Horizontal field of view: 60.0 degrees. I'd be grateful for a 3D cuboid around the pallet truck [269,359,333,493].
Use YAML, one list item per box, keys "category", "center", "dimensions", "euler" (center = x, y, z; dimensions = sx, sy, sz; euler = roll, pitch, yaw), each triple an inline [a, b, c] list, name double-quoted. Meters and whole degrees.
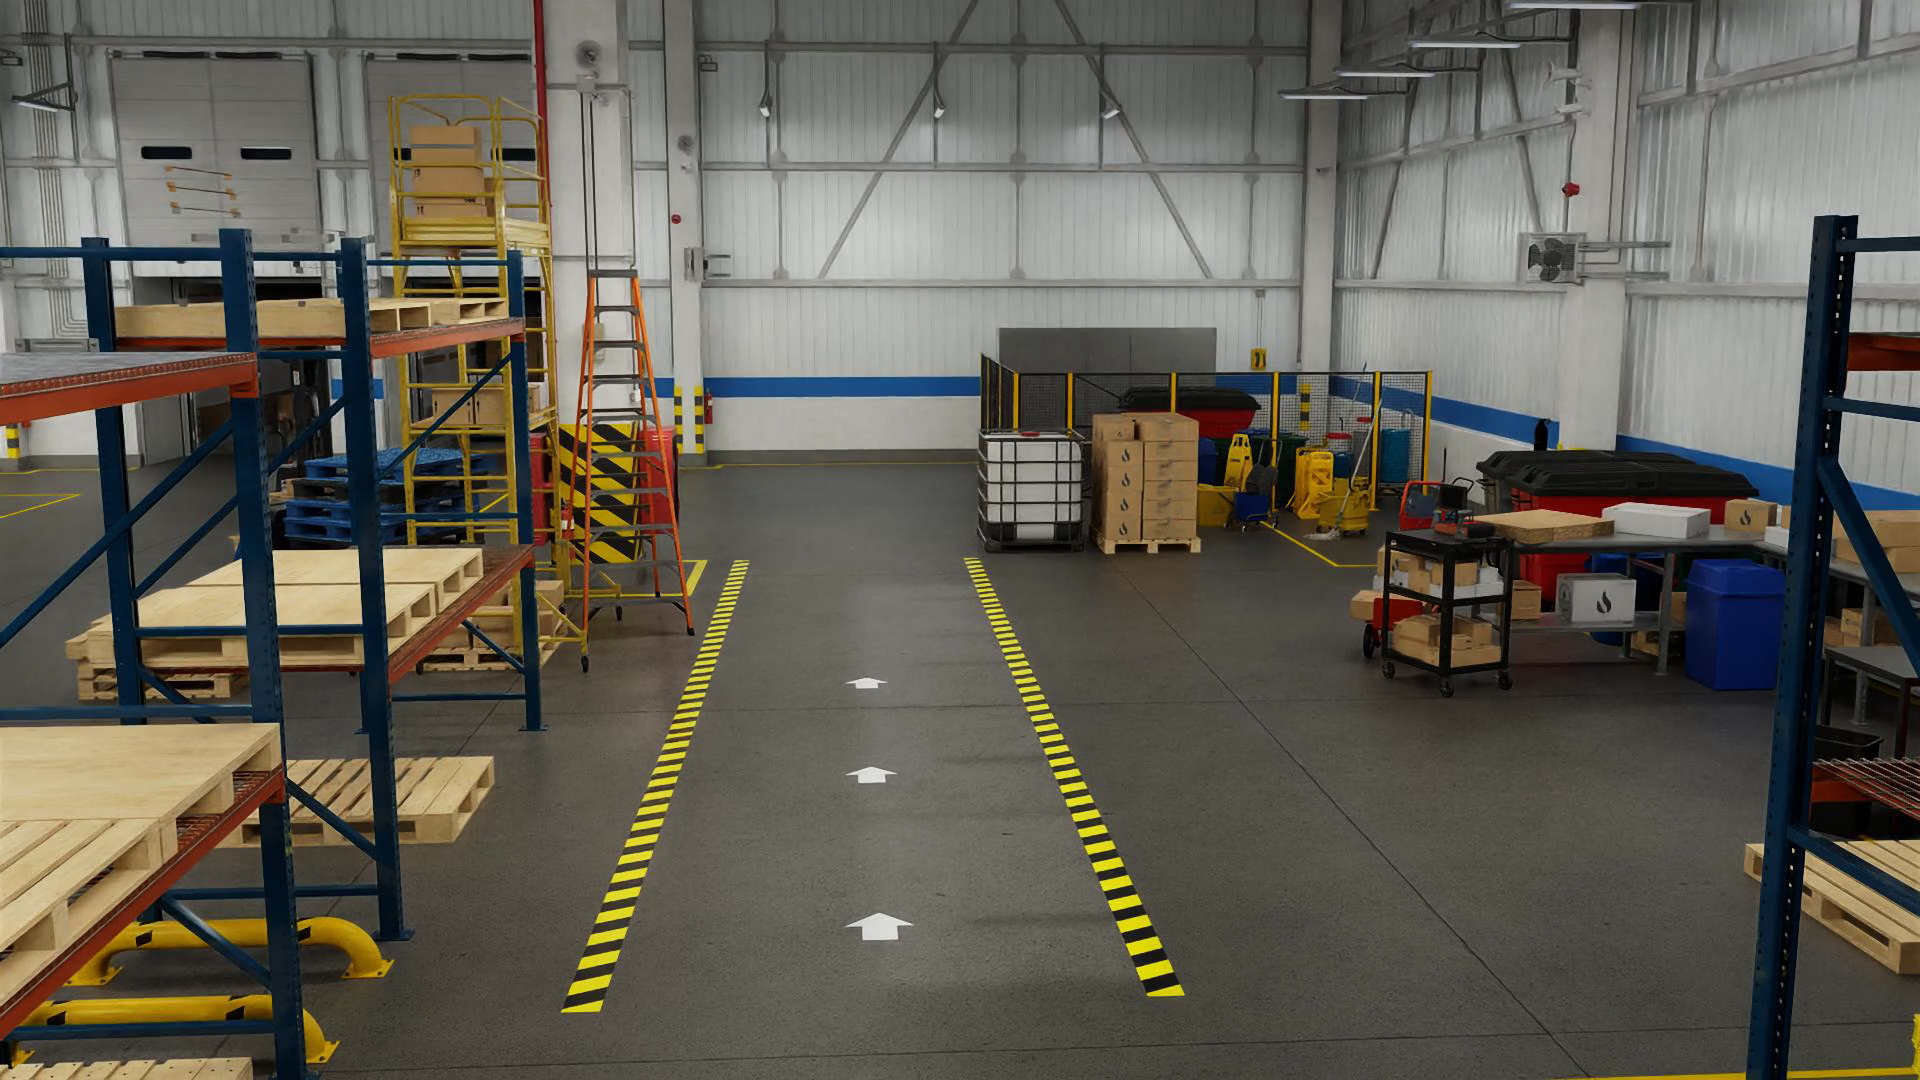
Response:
- category: "pallet truck"
  center: [-7.062, -1.131, 18.996]
  dimensions: [1.885, 1.965, 0.823]
  euler: [2, 9, 13]
